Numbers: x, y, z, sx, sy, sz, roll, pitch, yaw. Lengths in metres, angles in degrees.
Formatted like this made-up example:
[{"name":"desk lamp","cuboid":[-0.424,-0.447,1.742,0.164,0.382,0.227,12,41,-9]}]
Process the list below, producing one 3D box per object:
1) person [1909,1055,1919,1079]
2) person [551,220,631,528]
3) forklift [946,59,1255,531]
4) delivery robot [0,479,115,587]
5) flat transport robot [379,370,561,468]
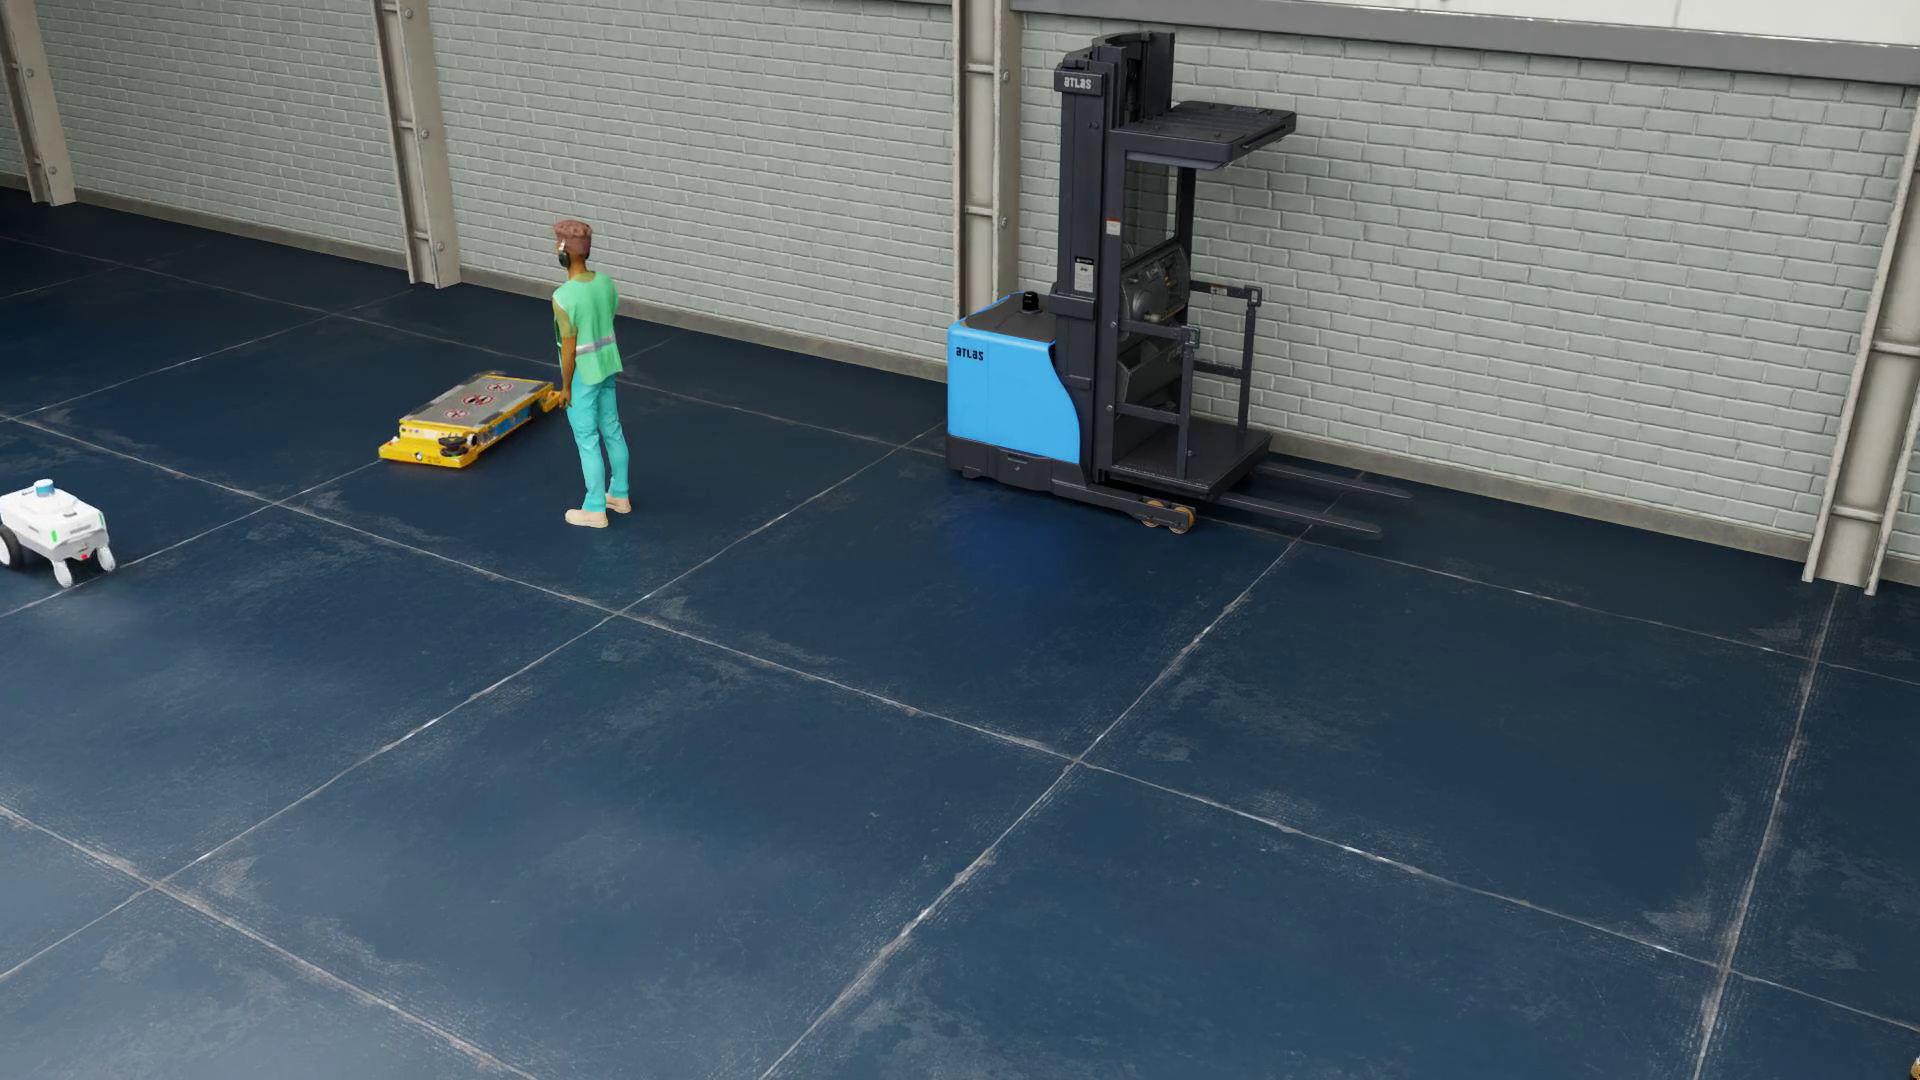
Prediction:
[{"name":"person","cuboid":[3.809,1.195,5.842,0.645,1.890,0.389,-16,30,-30]},{"name":"person","cuboid":[-2.327,-1.033,10.448,0.405,1.978,0.485,13,28,25]},{"name":"forklift","cuboid":[0.933,-1.707,10.833,1.873,2.768,1.129,15,29,28]},{"name":"delivery robot","cuboid":[-5.510,-0.076,10.099,0.793,0.608,0.499,18,31,33]},{"name":"flat transport robot","cuboid":[-3.544,-0.895,12.152,0.659,0.231,1.431,8,26,16]}]
